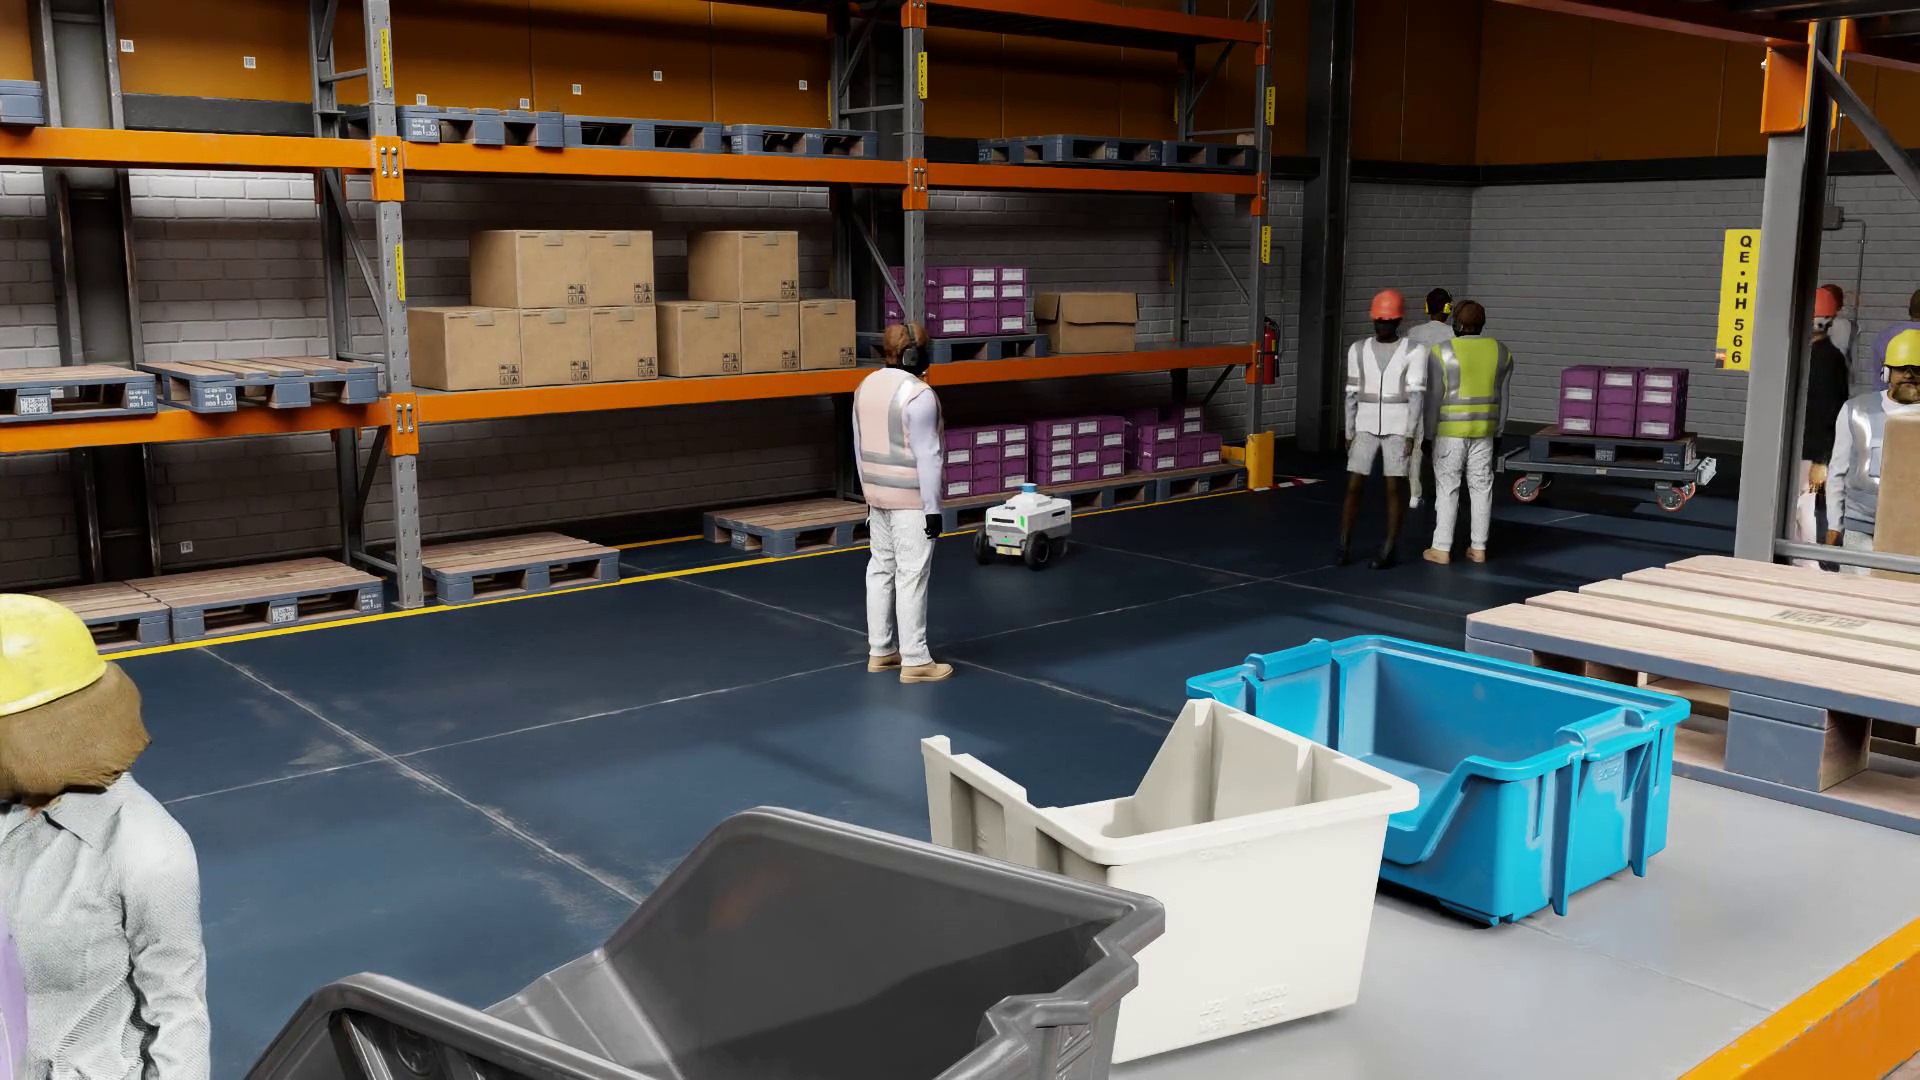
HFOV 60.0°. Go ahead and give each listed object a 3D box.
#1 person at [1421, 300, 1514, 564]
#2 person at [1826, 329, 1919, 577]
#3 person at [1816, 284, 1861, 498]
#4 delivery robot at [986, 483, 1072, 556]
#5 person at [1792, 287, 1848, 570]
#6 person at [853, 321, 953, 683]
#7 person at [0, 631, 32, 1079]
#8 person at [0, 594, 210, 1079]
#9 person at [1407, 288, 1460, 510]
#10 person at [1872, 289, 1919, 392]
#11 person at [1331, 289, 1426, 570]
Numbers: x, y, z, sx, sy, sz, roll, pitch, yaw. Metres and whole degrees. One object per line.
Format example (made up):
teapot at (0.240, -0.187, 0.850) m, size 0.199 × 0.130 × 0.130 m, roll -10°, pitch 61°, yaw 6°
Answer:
person at (3.519, -0.750, 11.643) m, size 0.626 × 1.846 × 0.429 m, roll -2°, pitch 10°, yaw -10°
person at (4.453, -0.084, 7.938) m, size 0.589 × 1.834 × 0.403 m, roll 4°, pitch 11°, yaw 22°
person at (7.523, -1.284, 14.520) m, size 0.587 × 1.882 × 0.341 m, roll -1°, pitch 10°, yaw -6°
delivery robot at (0.488, -0.154, 11.650) m, size 0.477 × 0.478 × 0.707 m, roll 7°, pitch 12°, yaw 33°
person at (4.981, -0.501, 9.845) m, size 0.435 × 1.982 × 0.647 m, roll 3°, pitch 11°, yaw 16°
person at (-0.281, -0.196, 8.548) m, size 0.429 × 1.841 × 0.633 m, roll -8°, pitch 13°, yaw -36°
person at (-1.293, 0.925, 2.059) m, size 0.386 × 1.917 × 0.584 m, roll -3°, pitch 10°, yaw -15°
person at (-1.355, 0.928, 2.547) m, size 0.483 × 1.736 × 0.311 m, roll 5°, pitch 11°, yaw 28°
person at (3.998, -1.184, 14.018) m, size 0.516 × 1.865 × 0.329 m, roll 8°, pitch 13°, yaw 38°
person at (6.867, -0.861, 12.020) m, size 0.359 × 1.933 × 0.625 m, roll -5°, pitch 11°, yaw -26°
person at (2.888, -0.748, 11.416) m, size 0.553 × 1.923 × 0.471 m, roll 5°, pitch 11°, yaw 24°
